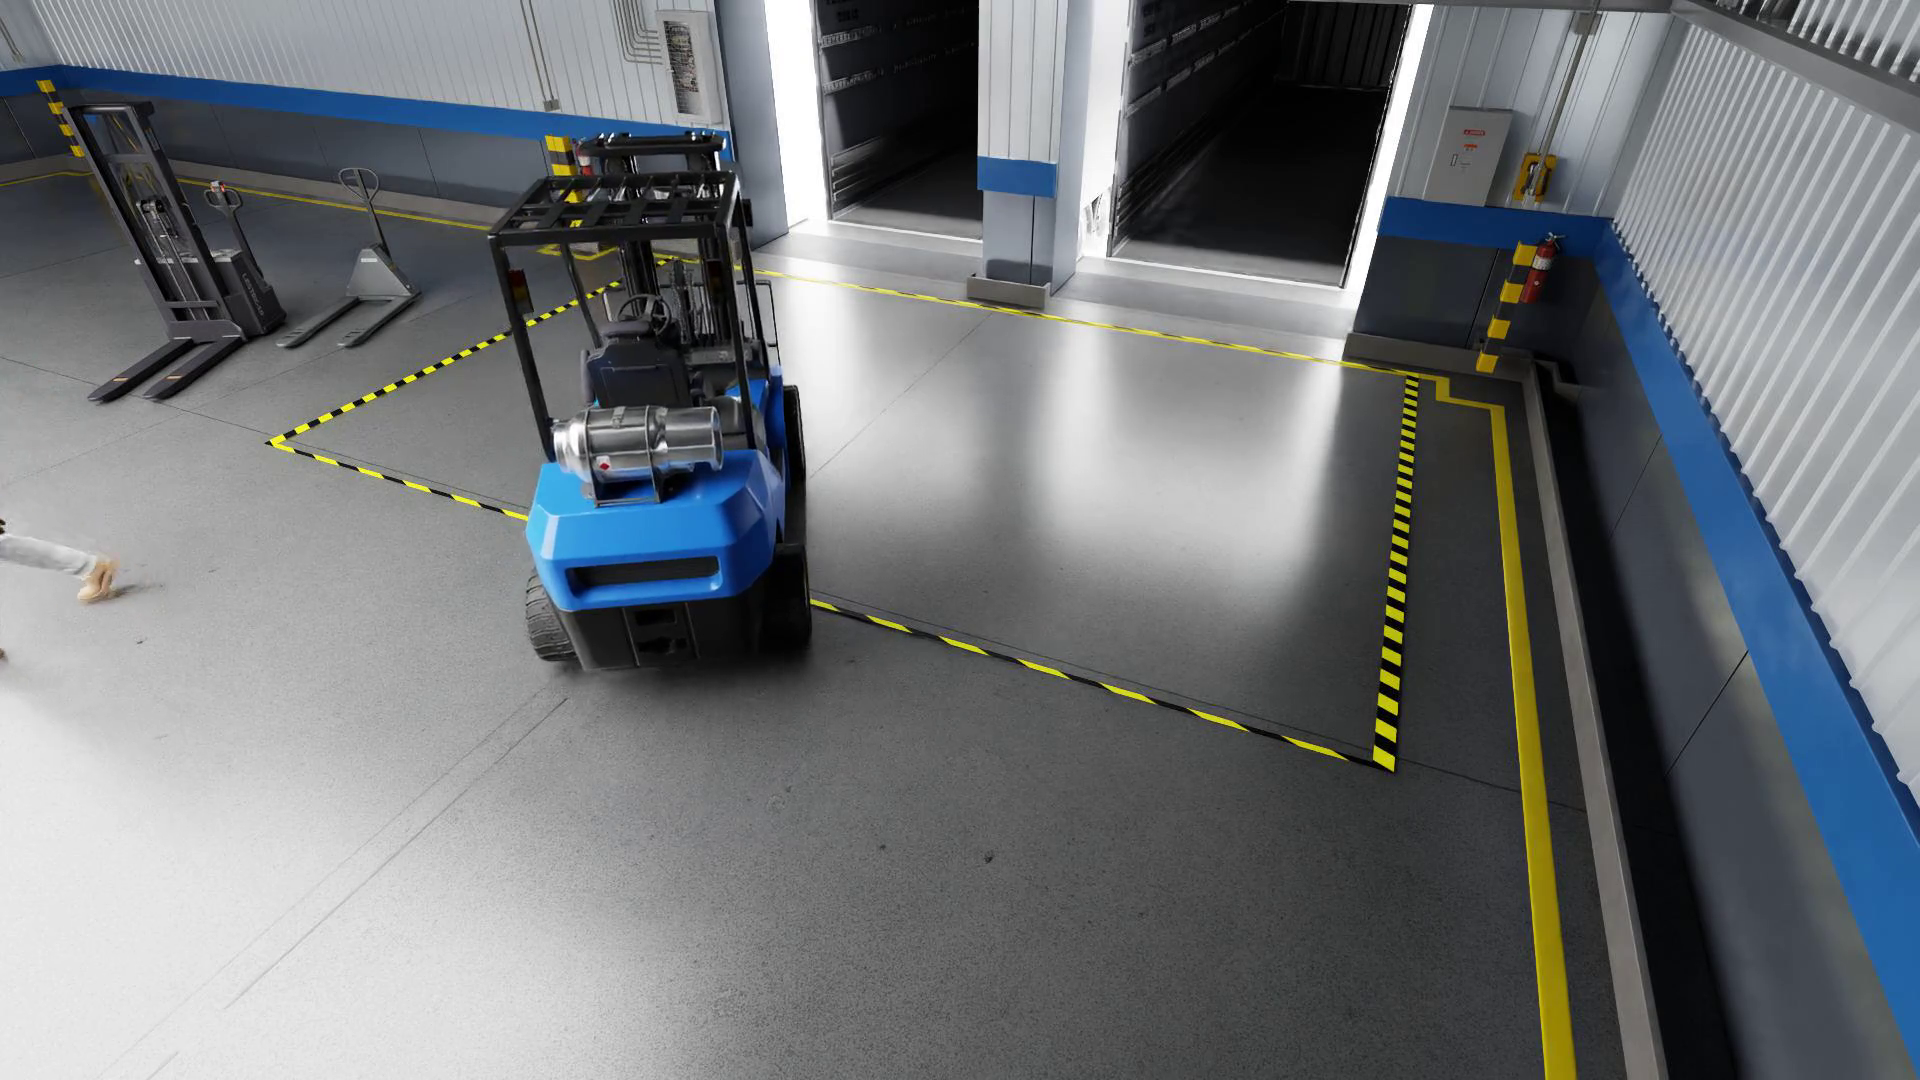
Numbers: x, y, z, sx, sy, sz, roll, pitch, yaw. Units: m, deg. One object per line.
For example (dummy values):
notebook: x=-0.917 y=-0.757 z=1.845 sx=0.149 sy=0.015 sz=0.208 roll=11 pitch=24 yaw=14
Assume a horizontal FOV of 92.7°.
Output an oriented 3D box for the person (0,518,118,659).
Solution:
person: x=-4.974 y=-0.201 z=4.482 sx=0.678 sy=1.797 sz=0.930 roll=19 pitch=39 yaw=25

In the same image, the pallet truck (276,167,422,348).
pallet truck: x=-5.732 y=-2.611 z=8.414 sx=0.680 sy=1.201 sz=1.601 roll=-1 pitch=35 yaw=-1

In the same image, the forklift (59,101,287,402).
forklift: x=-6.686 y=-2.387 z=7.434 sx=0.823 sy=1.965 sz=1.885 roll=-3 pitch=35 yaw=-5

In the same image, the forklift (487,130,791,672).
forklift: x=-1.611 y=-0.904 z=5.003 sx=1.157 sy=2.036 sz=2.680 roll=-5 pitch=35 yaw=-7
